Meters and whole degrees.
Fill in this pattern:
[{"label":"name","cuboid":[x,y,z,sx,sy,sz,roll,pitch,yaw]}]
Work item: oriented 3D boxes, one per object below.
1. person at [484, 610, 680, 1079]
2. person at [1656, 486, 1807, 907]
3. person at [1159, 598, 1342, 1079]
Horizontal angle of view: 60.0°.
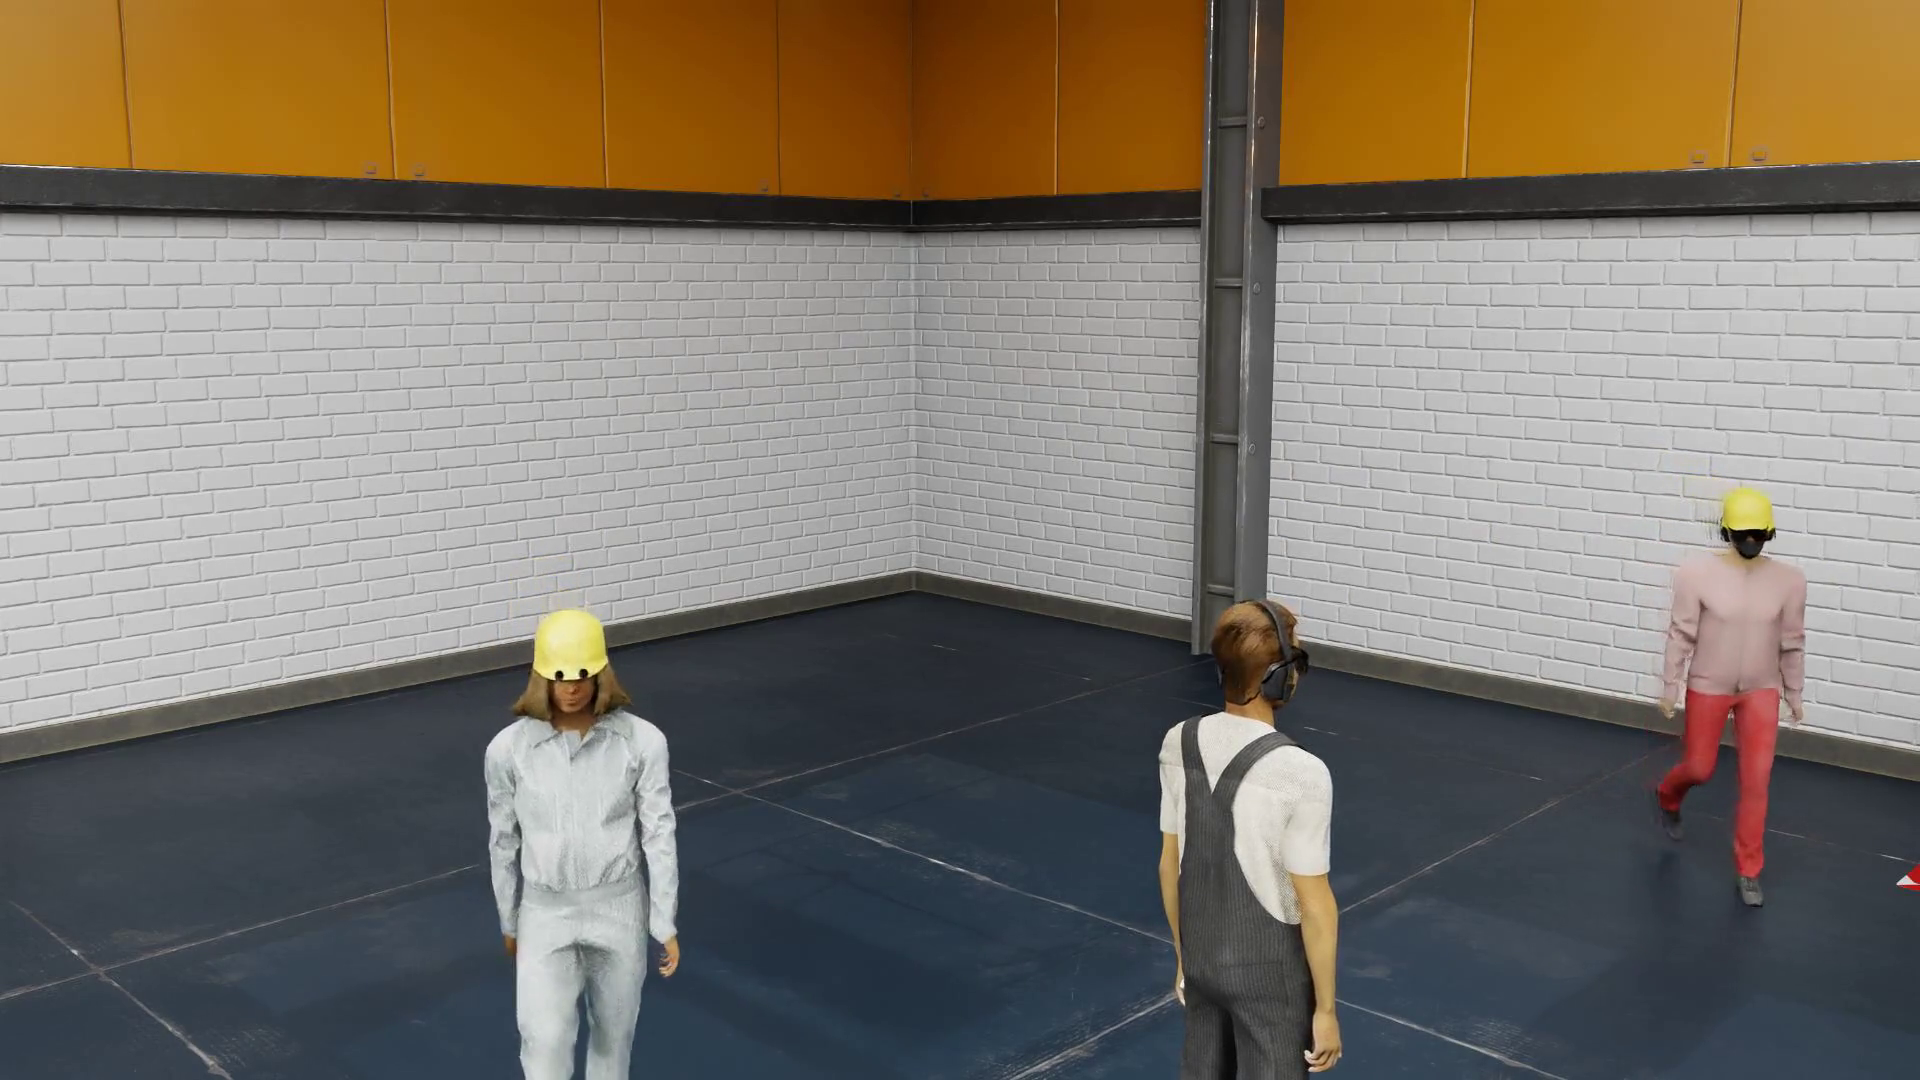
[{"label":"person","cuboid":[-0.991,1.038,4.421,0.494,1.716,0.721,-3,10,-15]},{"label":"person","cuboid":[3.254,0.604,7.059,0.558,1.734,0.713,1,9,9]},{"label":"person","cuboid":[0.695,1.048,3.986,0.345,1.846,0.508,-8,12,-40]}]
